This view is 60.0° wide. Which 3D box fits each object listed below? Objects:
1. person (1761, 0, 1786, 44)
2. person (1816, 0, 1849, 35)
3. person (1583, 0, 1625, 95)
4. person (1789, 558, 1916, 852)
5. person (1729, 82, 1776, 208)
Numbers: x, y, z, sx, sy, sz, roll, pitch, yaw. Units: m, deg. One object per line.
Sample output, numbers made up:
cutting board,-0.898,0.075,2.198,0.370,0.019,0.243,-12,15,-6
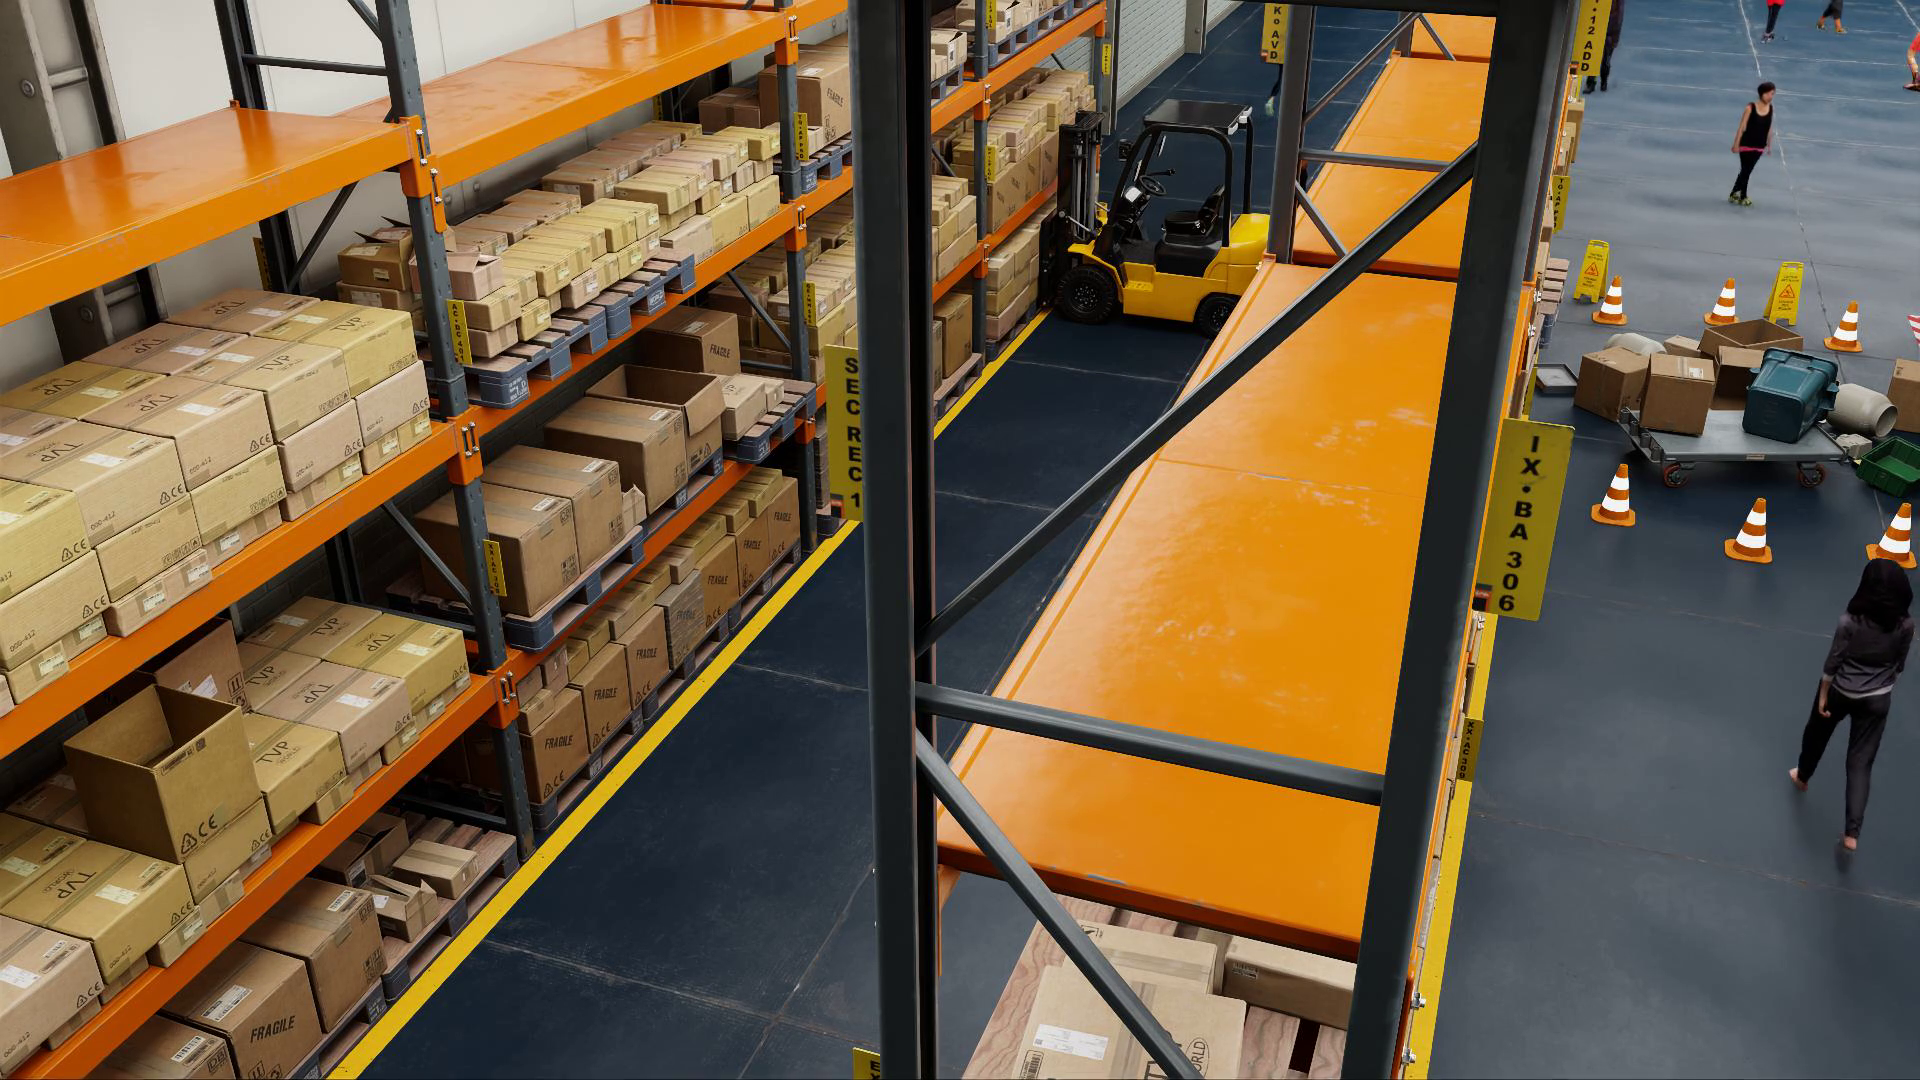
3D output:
person,14.593,-9.740,29.642,0.820,1.706,1.002,22,35,35
person,16.199,-10.164,30.740,0.997,1.421,1.083,-11,30,-19
person,10.186,-8.002,26.268,0.838,1.810,0.889,20,34,32
person,5.159,0.968,9.522,0.630,1.718,1.165,8,29,15
person,9.923,-4.997,20.925,0.821,1.529,0.961,-5,28,-9
